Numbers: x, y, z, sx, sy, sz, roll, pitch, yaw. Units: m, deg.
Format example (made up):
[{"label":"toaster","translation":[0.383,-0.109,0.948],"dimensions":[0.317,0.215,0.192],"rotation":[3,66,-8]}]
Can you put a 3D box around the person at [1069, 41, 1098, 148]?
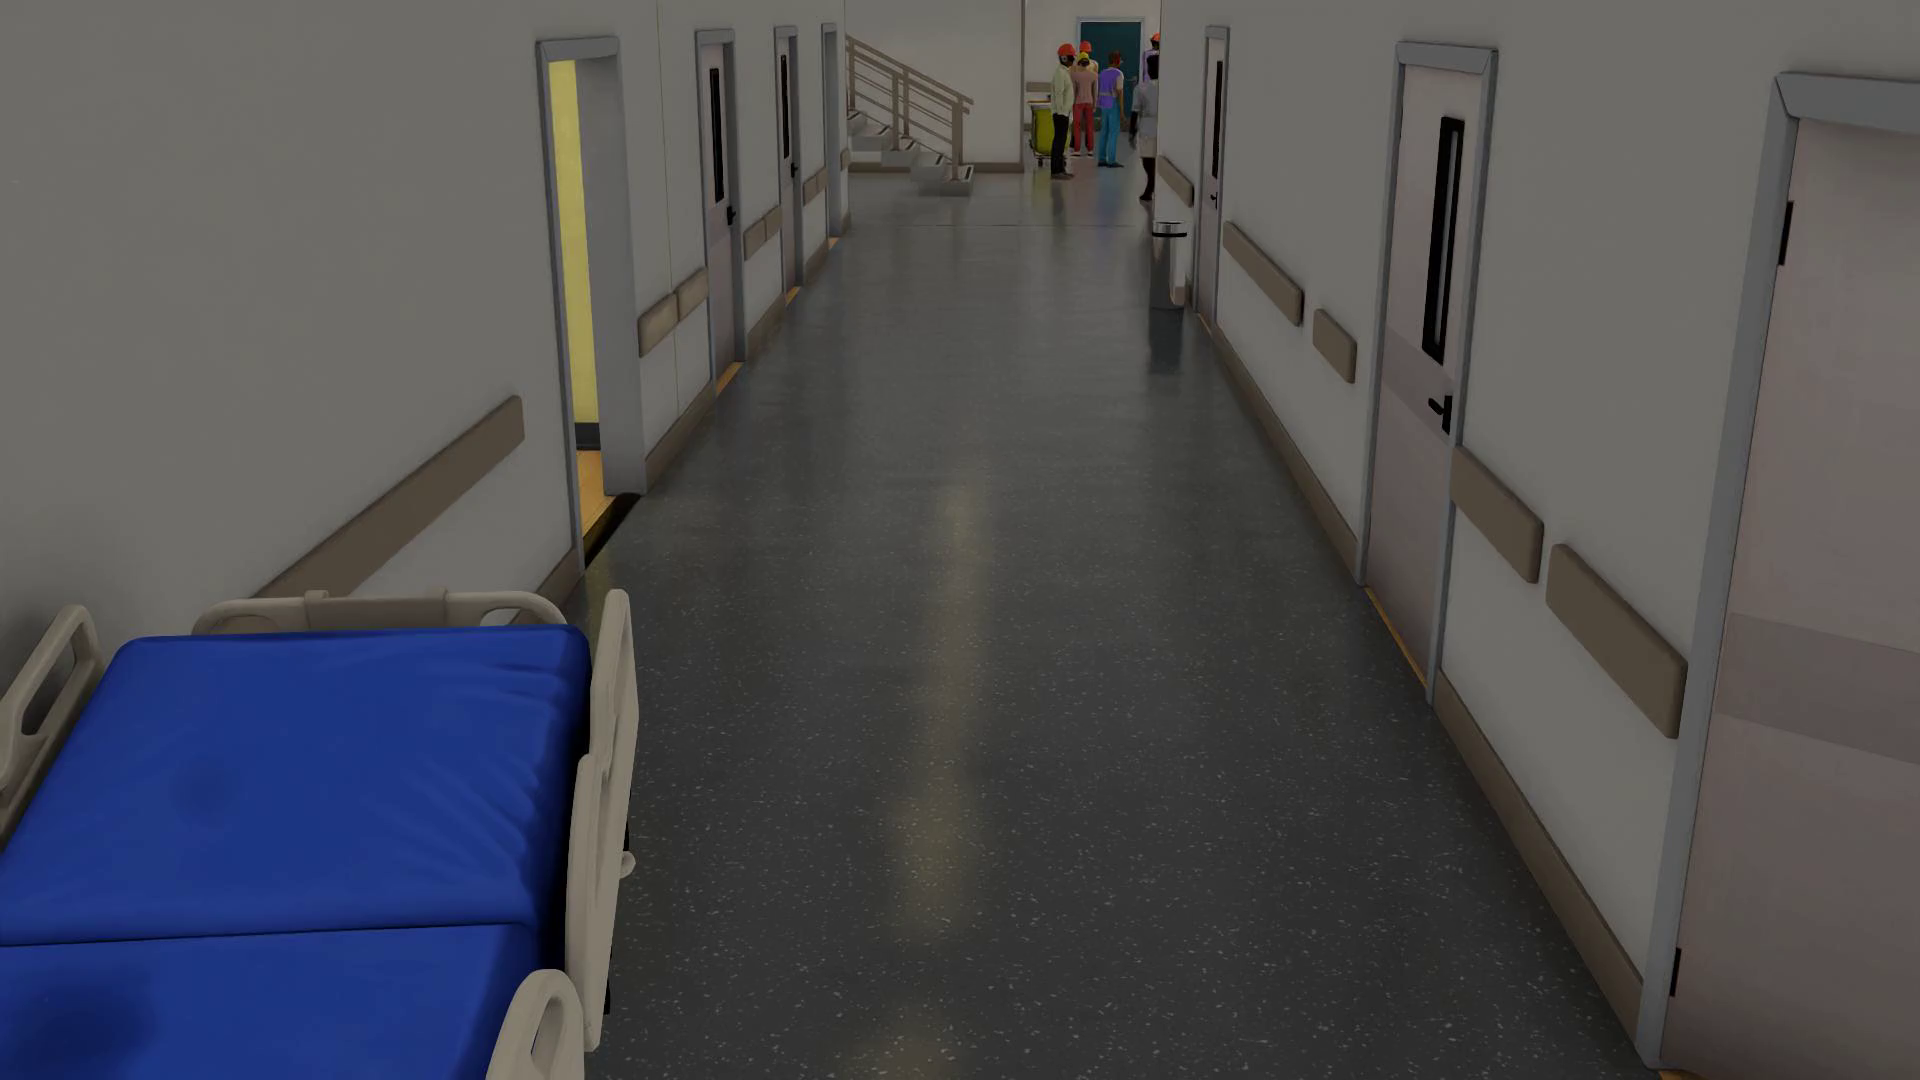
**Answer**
[{"label":"person","translation":[2.298,-8.231,30.750],"dimensions":[0.543,1.927,0.392],"rotation":[-5,18,-15]}]

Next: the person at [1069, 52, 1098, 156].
[{"label":"person","translation":[2.138,-7.595,29.011],"dimensions":[0.533,1.766,0.312],"rotation":[-6,19,-18]}]

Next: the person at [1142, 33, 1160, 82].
[{"label":"person","translation":[3.947,-9.236,33.754],"dimensions":[0.409,2.028,0.611],"rotation":[-12,21,-33]}]

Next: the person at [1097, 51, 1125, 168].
[{"label":"person","translation":[2.438,-6.957,26.895],"dimensions":[0.376,1.836,0.566],"rotation":[-10,20,-30]}]

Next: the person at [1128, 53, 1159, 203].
[{"label":"person","translation":[2.520,-5.312,21.569],"dimensions":[0.618,1.934,0.933],"rotation":[-5,18,-14]}]

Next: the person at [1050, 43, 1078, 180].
[{"label":"person","translation":[1.551,-6.405,24.919],"dimensions":[0.401,1.989,0.616],"rotation":[4,18,12]}]
